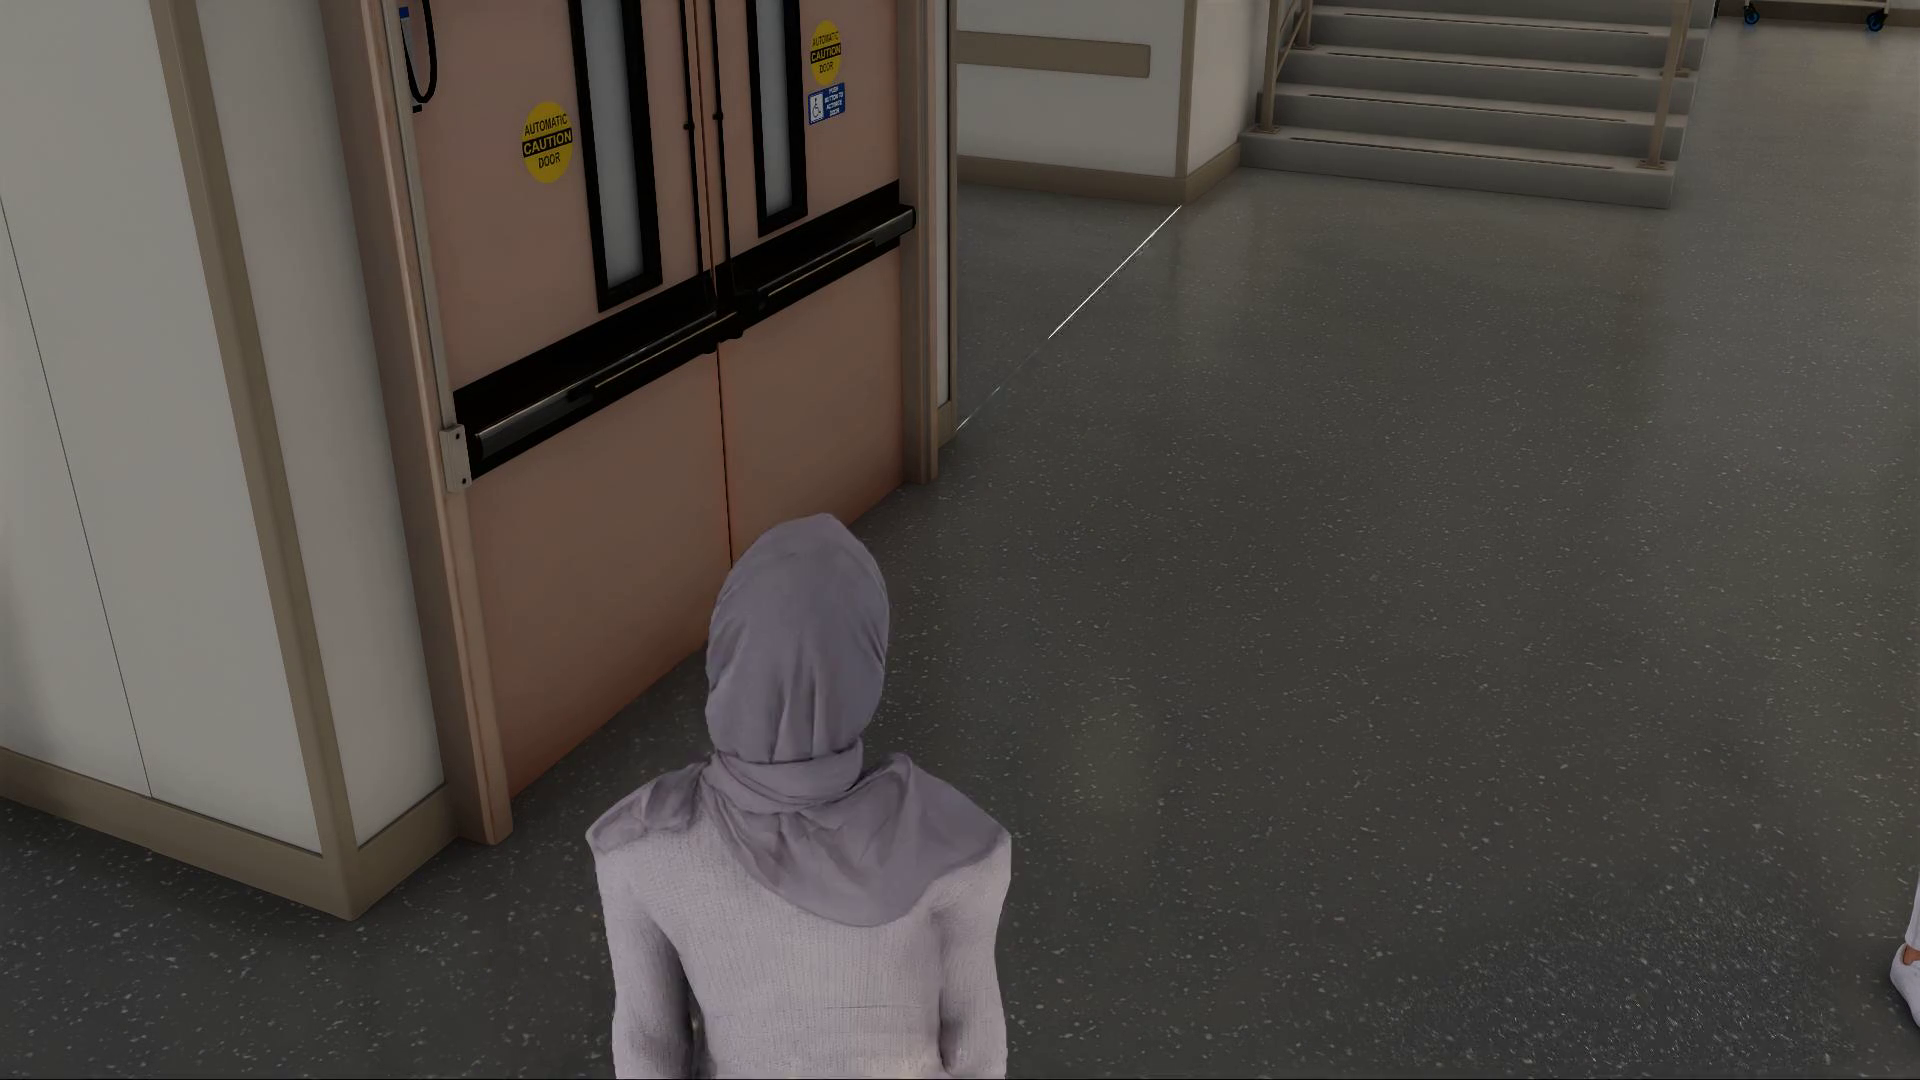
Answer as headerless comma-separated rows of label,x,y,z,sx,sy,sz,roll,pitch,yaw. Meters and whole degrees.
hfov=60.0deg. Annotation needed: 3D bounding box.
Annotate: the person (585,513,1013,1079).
person,-0.174,0.834,1.945,0.750,1.763,0.886,3,26,6
